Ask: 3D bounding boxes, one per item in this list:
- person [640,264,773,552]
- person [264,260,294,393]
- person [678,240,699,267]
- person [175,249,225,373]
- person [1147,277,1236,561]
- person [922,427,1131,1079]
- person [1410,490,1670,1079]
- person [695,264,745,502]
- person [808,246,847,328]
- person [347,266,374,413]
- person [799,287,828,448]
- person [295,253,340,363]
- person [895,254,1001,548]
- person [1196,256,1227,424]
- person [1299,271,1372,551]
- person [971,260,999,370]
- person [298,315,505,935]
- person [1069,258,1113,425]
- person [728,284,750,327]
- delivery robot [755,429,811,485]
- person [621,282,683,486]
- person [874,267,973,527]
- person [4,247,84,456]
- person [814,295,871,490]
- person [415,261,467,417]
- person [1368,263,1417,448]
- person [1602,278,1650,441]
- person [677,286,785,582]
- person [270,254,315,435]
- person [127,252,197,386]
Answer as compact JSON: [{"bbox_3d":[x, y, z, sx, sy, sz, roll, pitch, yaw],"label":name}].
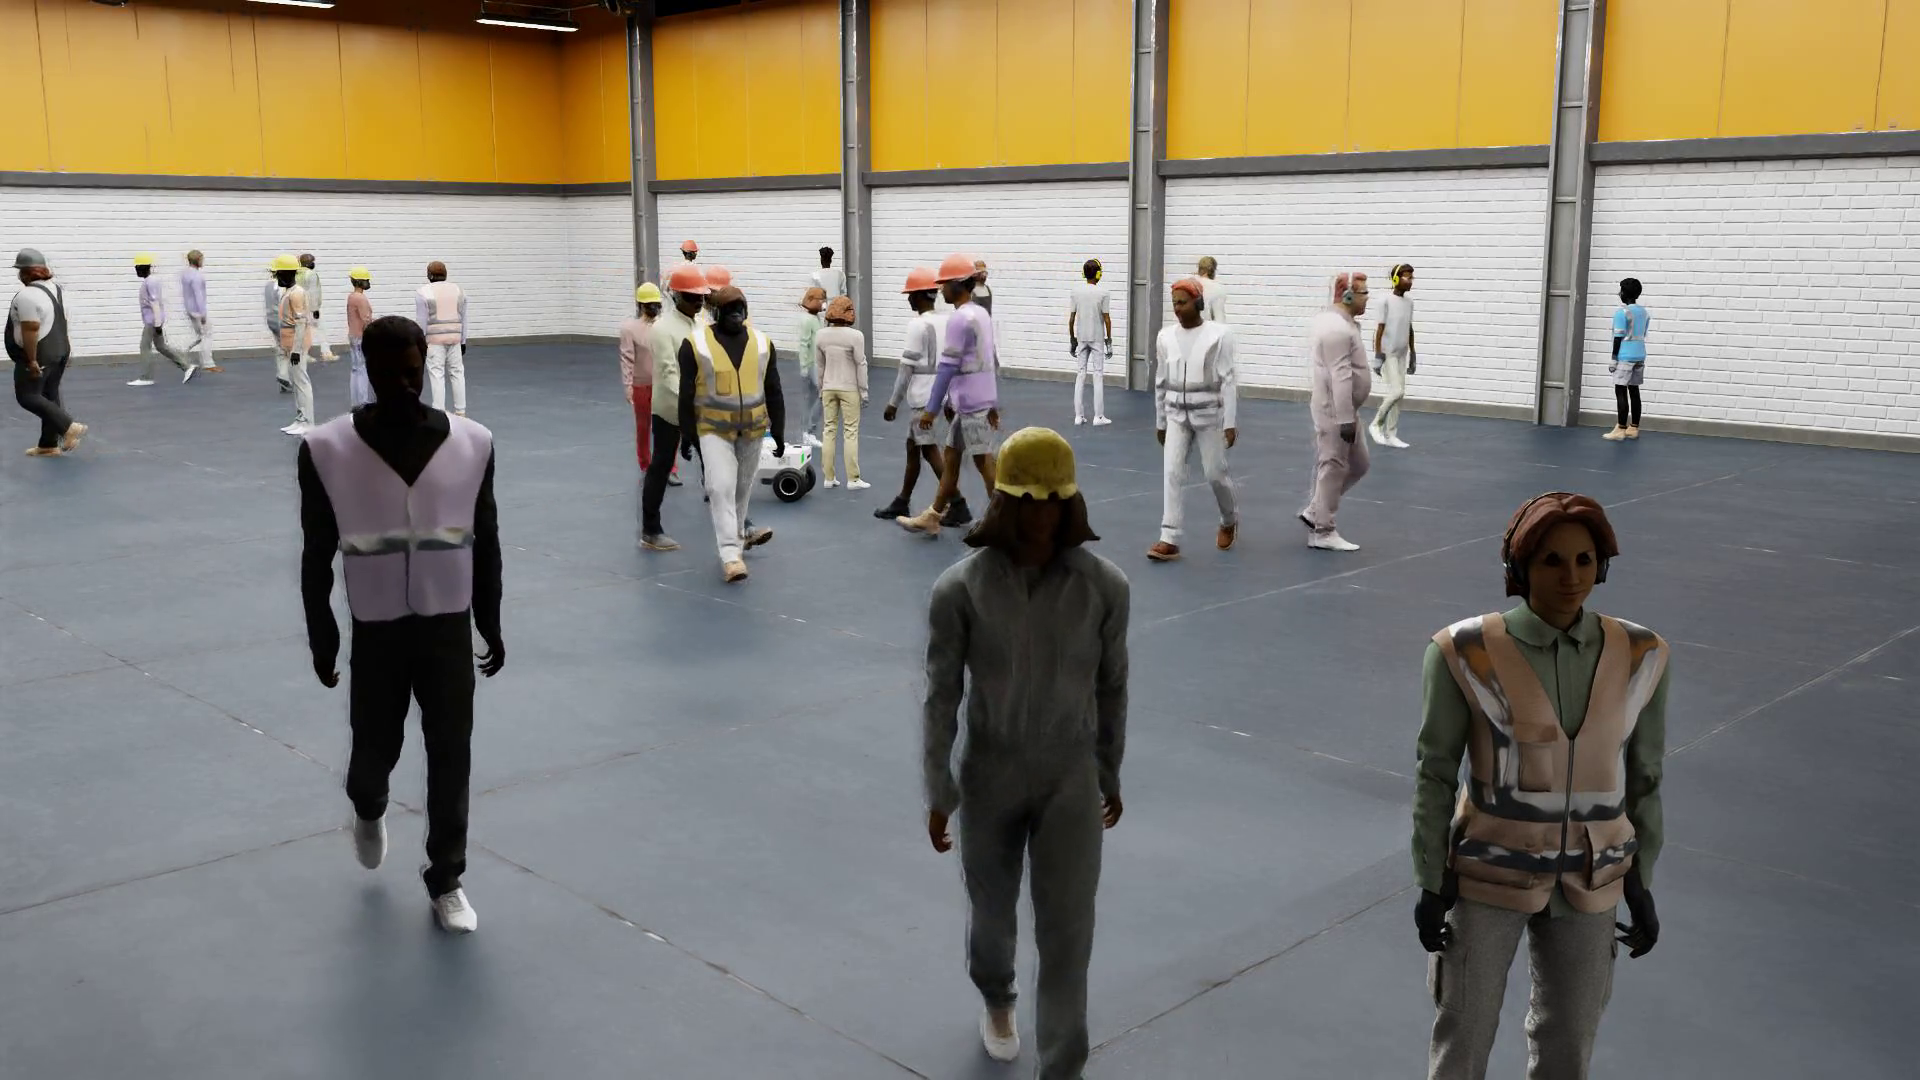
[{"bbox_3d":[-1.772,-0.849,11.045,1.062,1.935,0.612,6,12,30],"label":"person"},{"bbox_3d":[-9.140,-2.885,22.465,0.412,1.819,0.624,-9,14,-42],"label":"person"},{"bbox_3d":[-4.670,-4.161,28.829,0.374,2.044,0.606,-6,12,-32],"label":"person"},{"bbox_3d":[-11.818,-3.520,25.678,0.649,1.917,0.645,-9,14,-42],"label":"person"},{"bbox_3d":[1.567,-0.803,11.011,0.626,1.866,0.832,7,12,33],"label":"person"},{"bbox_3d":[0.157,0.565,4.000,0.498,1.695,0.895,0,10,-3],"label":"person"},{"bbox_3d":[1.159,0.710,3.367,0.516,1.641,0.308,-1,10,-4],"label":"person"},{"bbox_3d":[-1.996,-1.278,13.471,0.543,1.909,0.622,0,10,-3],"label":"person"},{"bbox_3d":[-1.970,-3.359,24.665,0.611,1.965,0.362,-5,11,-24],"label":"person"},{"bbox_3d":[-7.139,-2.384,19.898,0.326,1.767,0.533,-8,13,-37],"label":"person"},{"bbox_3d":[-1.425,-1.718,16.634,0.386,1.615,0.527,2,11,11],"label":"person"},{"bbox_3d":[-10.809,-3.883,27.913,0.654,1.819,0.756,7,13,35],"label":"person"},{"bbox_3d":[-0.043,-0.938,11.378,0.983,1.993,0.621,2,11,13],"label":"person"},{"bbox_3d":[2.766,-2.243,18.759,0.624,1.893,0.881,6,12,31],"label":"person"},{"bbox_3d":[2.584,-0.859,11.235,0.415,1.893,0.657,3,11,18],"label":"person"},{"bbox_3d":[0.233,-2.466,20.163,0.518,1.825,0.487,-7,13,-35],"label":"person"},{"bbox_3d":[-1.736,0.245,5.210,0.594,1.903,0.651,-6,12,-29],"label":"person"},{"bbox_3d":[1.481,-2.226,18.751,0.531,1.870,0.317,5,12,26],"label":"person"},{"bbox_3d":[-2.389,-1.828,16.821,0.587,1.786,0.935,-3,11,-15],"label":"person"},{"bbox_3d":[-1.577,-0.657,13.509,0.707,0.478,0.477,1,11,5],"label":"delivery robot"},{"bbox_3d":[-2.599,-1.309,14.113,0.533,1.727,0.781,-5,11,-25],"label":"person"},{"bbox_3d":[-0.260,-1.037,12.235,0.884,1.909,0.551,4,11,23],"label":"person"},{"bbox_3d":[-8.795,-1.799,15.953,0.663,2.000,0.691,0,10,2],"label":"person"},{"bbox_3d":[-0.991,-1.236,13.994,0.500,1.633,0.284,5,12,27],"label":"person"},{"bbox_3d":[-5.928,-2.257,18.996,0.624,1.844,0.430,-10,14,-44],"label":"person"},{"bbox_3d":[4.393,-1.838,16.682,0.548,1.852,0.388,-8,13,-36],"label":"person"},{"bbox_3d":[6.978,-1.885,17.383,0.530,1.693,0.319,-8,13,-37],"label":"person"},{"bbox_3d":[-1.361,-0.644,10.267,0.654,1.811,0.848,-5,12,-26],"label":"person"},{"bbox_3d":[-7.165,-2.097,17.889,0.363,1.928,0.587,-6,12,-29],"label":"person"},{"bbox_3d":[-11.456,-3.157,23.762,0.870,1.903,0.601,-5,11,-25],"label":"person"}]
